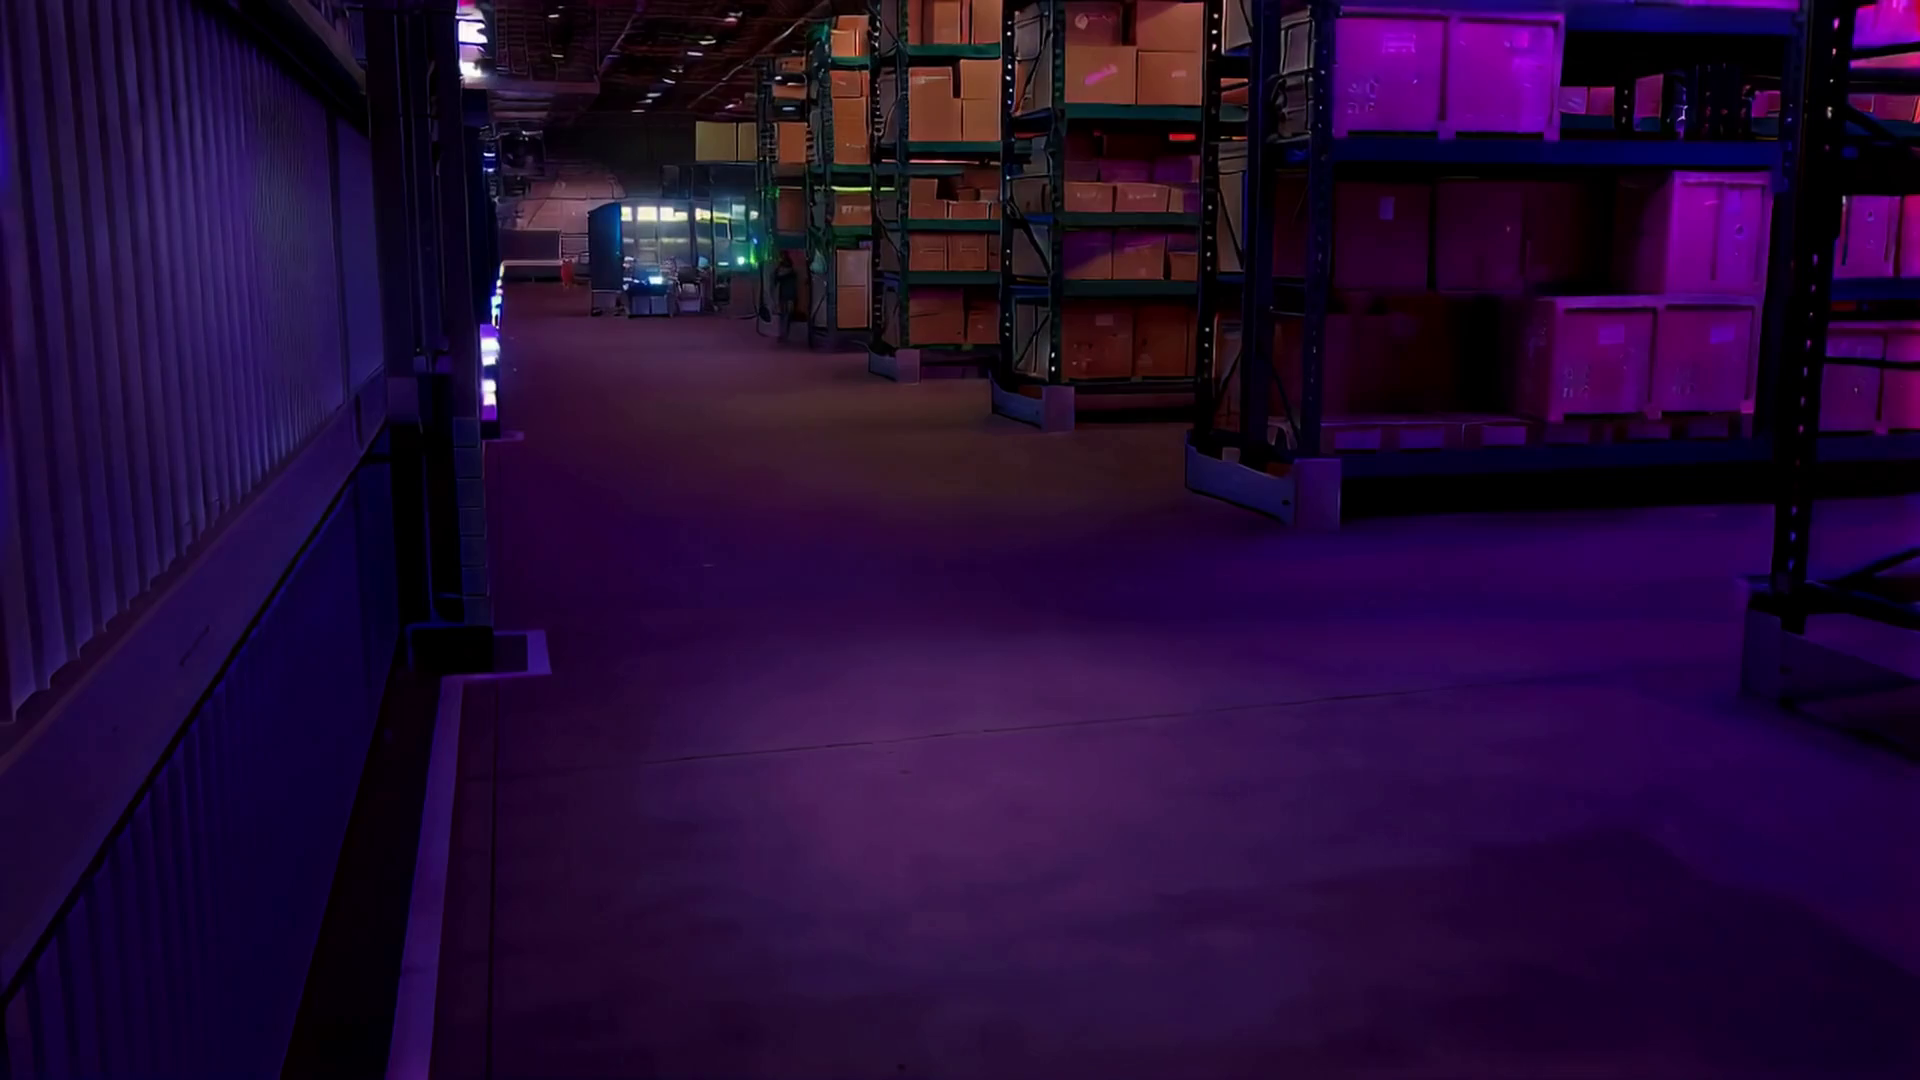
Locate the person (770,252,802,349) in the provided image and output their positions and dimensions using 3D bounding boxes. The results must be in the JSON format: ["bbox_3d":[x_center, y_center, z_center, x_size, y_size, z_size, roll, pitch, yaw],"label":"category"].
[{"bbox_3d":[-3.421,-4.679,32.609,0.642,1.908,0.655,1,10,4],"label":"person"}]

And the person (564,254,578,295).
[{"bbox_3d":[-16.304,-11.133,69.740,0.579,1.699,0.945,-2,10,-9],"label":"person"}]
